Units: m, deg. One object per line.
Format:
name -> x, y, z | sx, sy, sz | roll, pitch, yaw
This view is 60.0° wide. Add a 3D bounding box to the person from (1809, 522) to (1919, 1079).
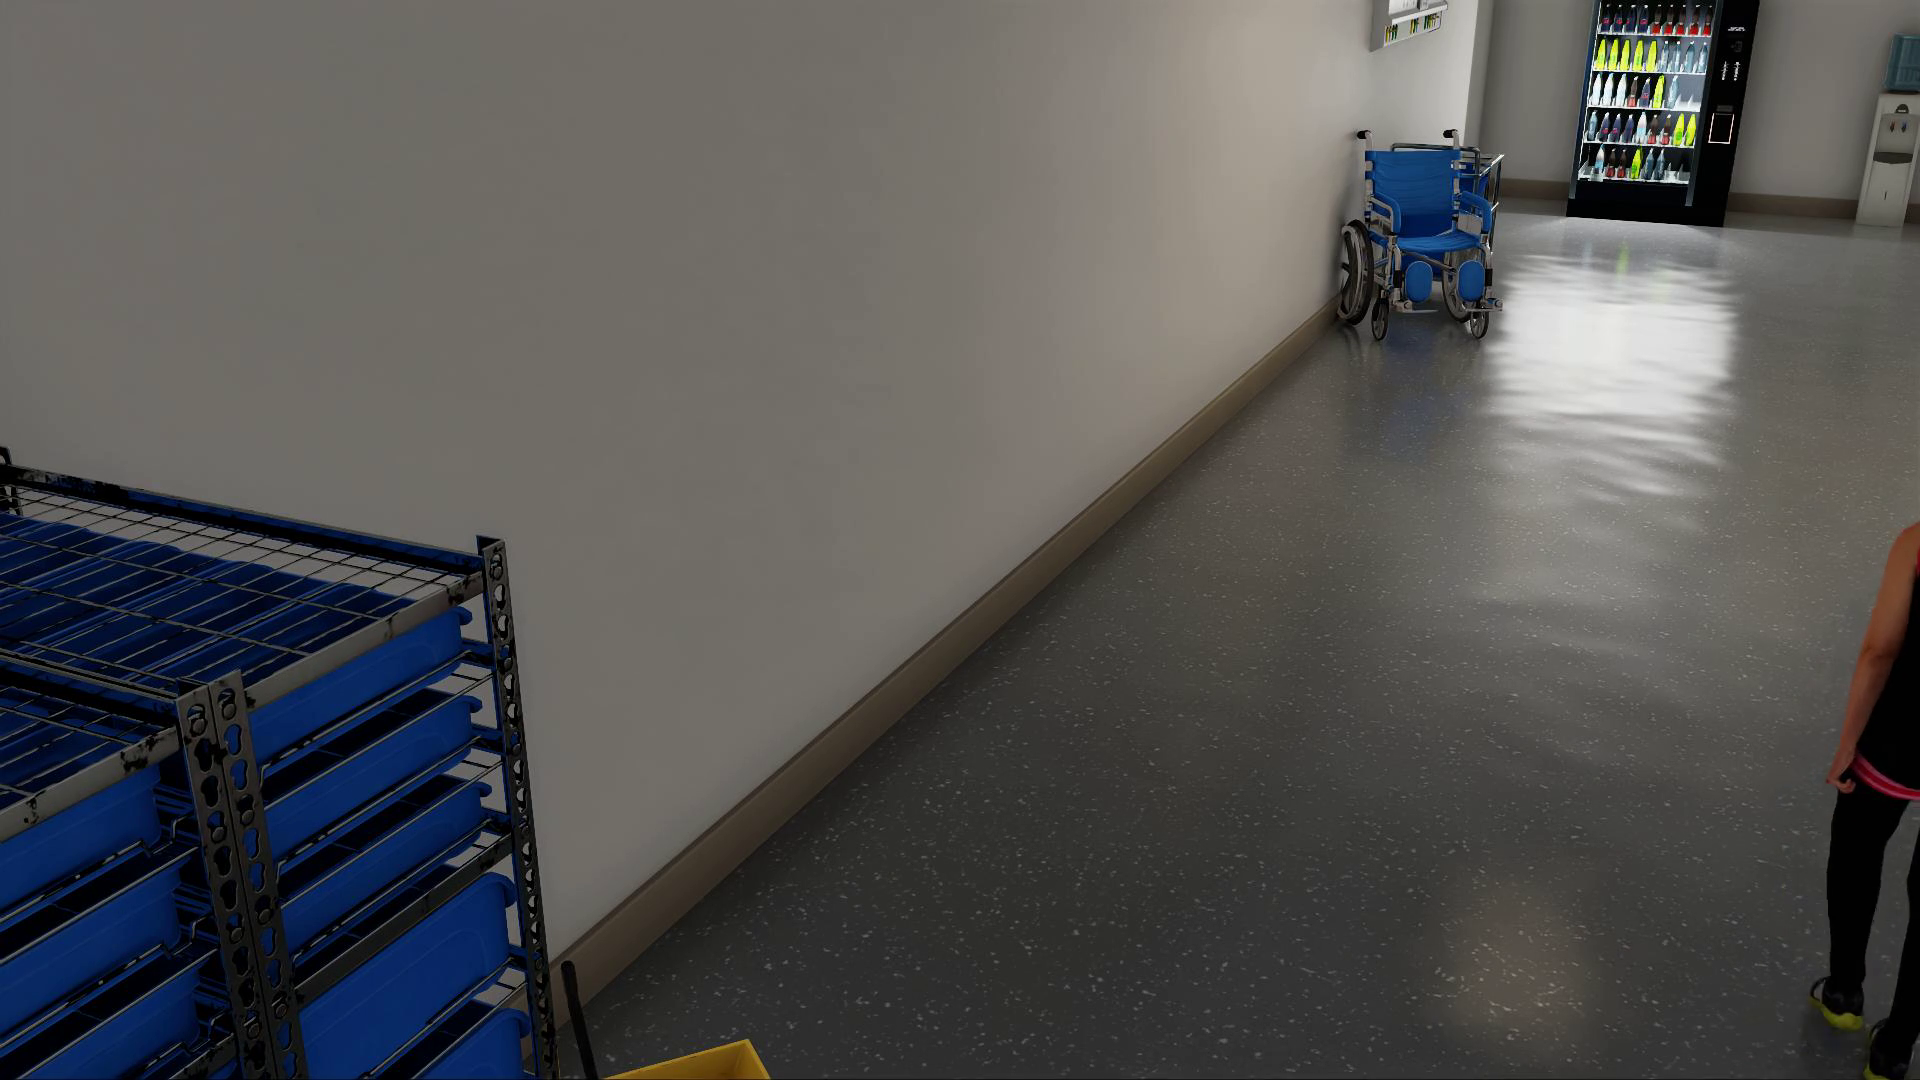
person -> 2.010, 0.461, 3.411 | 0.530, 1.539, 0.651 | 12, 24, 29
